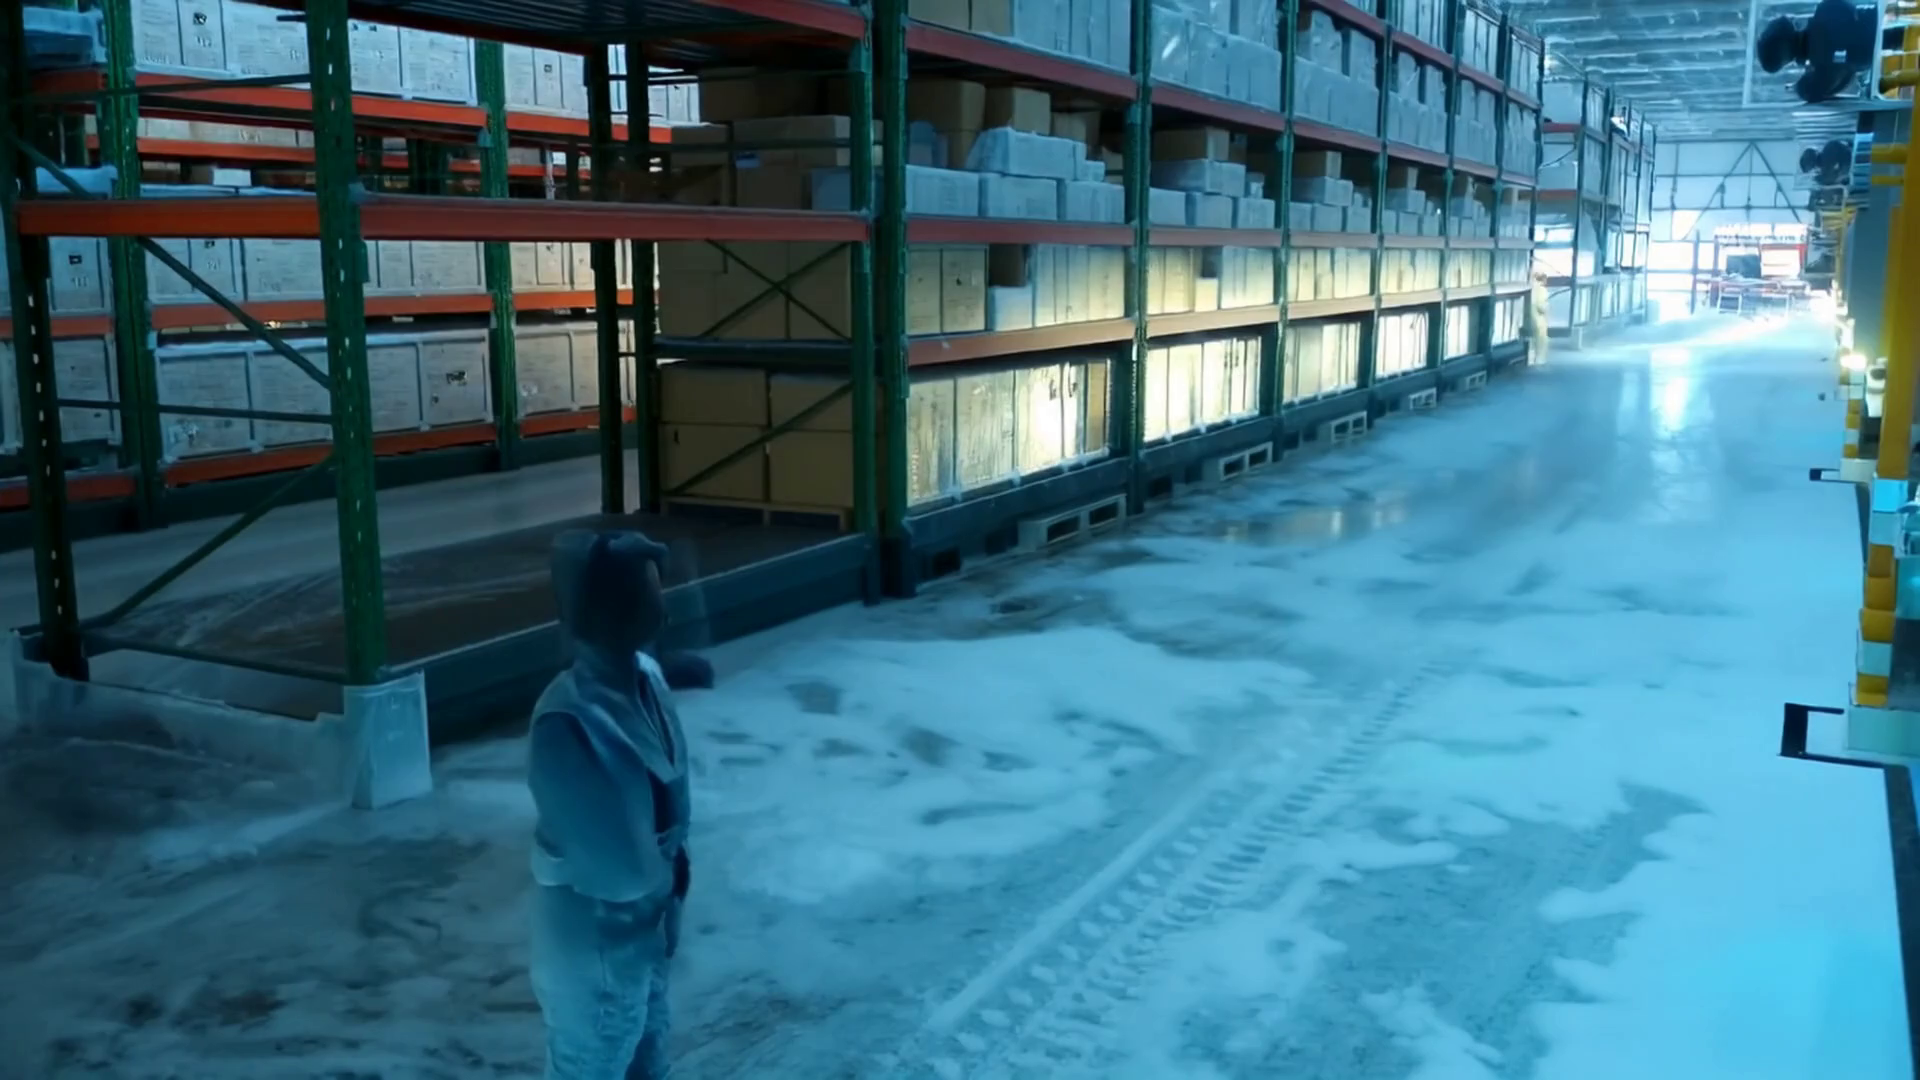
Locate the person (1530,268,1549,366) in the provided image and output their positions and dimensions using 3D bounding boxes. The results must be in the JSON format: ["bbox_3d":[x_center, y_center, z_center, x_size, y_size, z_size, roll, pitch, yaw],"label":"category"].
[{"bbox_3d":[11.155,-4.307,32.138,0.442,1.891,0.669,6,11,31],"label":"person"}]

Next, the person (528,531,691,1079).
[{"bbox_3d":[-0.691,0.794,3.335,0.313,1.642,0.513,1,10,7],"label":"person"}]
